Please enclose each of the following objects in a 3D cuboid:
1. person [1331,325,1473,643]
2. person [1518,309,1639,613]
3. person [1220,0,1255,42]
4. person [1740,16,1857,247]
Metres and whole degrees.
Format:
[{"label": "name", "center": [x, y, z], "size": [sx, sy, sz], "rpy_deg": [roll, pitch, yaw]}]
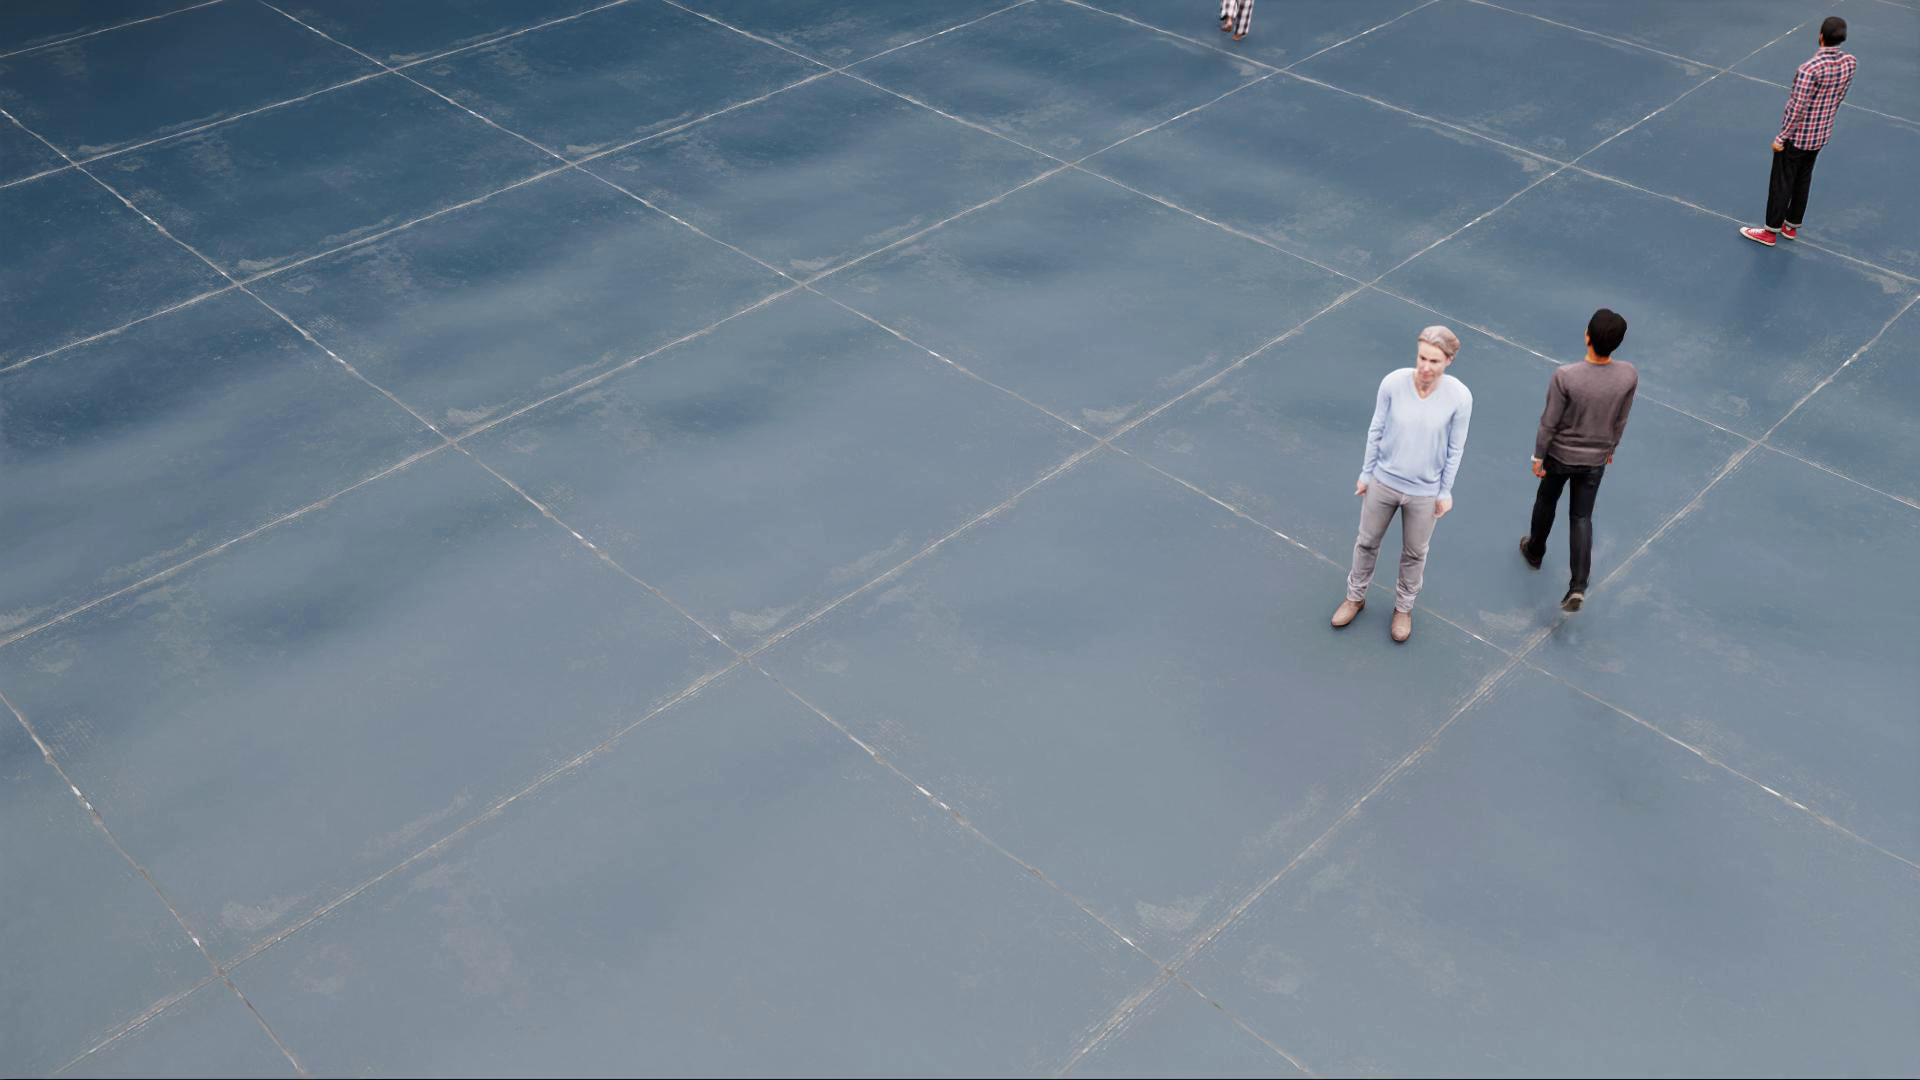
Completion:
[{"label": "person", "center": [2.360, -0.307, 8.805], "size": [0.736, 1.894, 0.711], "rpy_deg": [15, 40, 19]}, {"label": "person", "center": [3.385, -0.408, 9.059], "size": [1.037, 1.748, 1.142], "rpy_deg": [11, 38, 13]}, {"label": "person", "center": [2.709, -5.669, 15.908], "size": [0.767, 1.833, 0.814], "rpy_deg": [15, 40, 18]}, {"label": "person", "center": [6.384, -3.089, 12.574], "size": [0.631, 1.761, 0.817], "rpy_deg": [-18, 41, -22]}]
